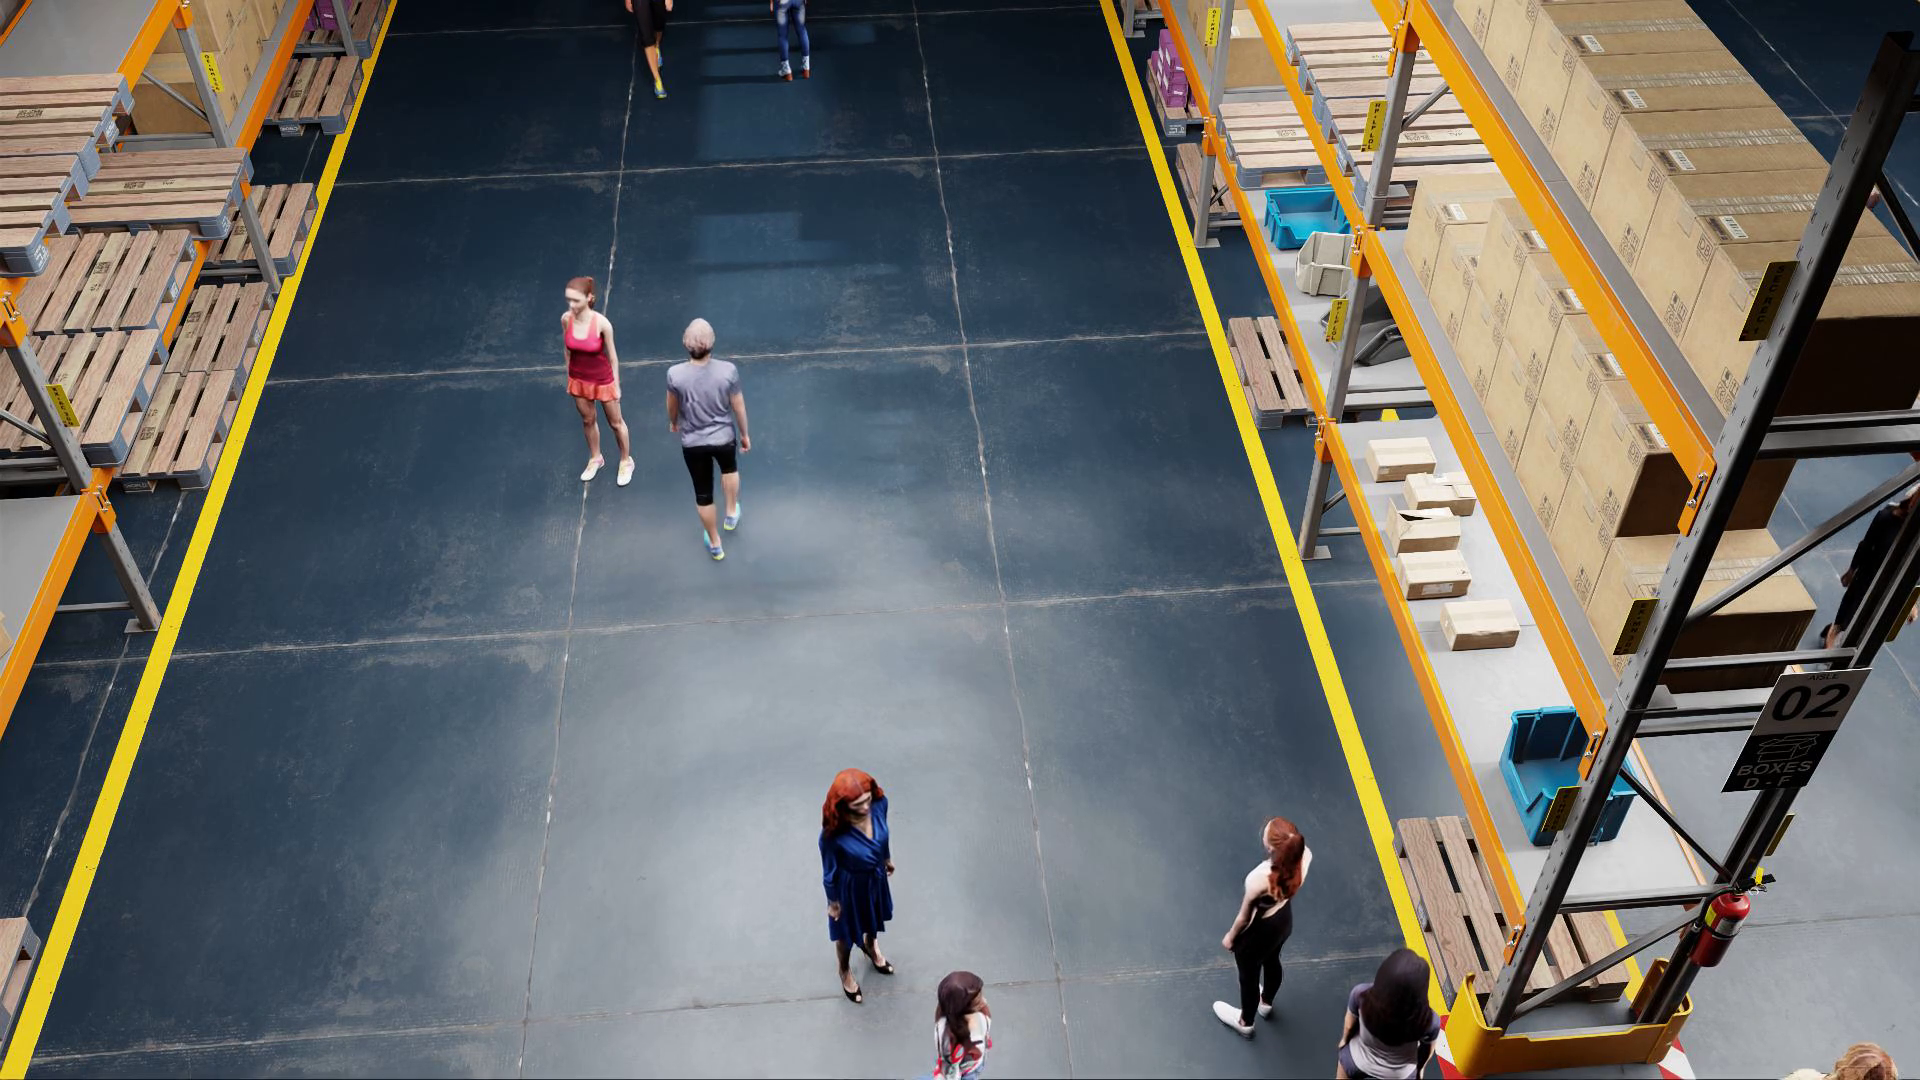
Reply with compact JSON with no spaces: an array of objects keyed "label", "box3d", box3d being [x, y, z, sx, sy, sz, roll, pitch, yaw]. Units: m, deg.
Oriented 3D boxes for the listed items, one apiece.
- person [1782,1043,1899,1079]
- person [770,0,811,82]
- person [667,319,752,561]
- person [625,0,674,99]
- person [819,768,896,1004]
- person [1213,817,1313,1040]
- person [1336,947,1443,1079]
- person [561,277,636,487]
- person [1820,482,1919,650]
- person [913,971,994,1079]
[{"label":"person","box3d":[3.909,2.958,7.771,1.107,1.680,1.221,26,49,24]},{"label":"person","box3d":[-1.703,-5.375,16.563,0.672,1.619,0.653,-17,46,-17]},{"label":"person","box3d":[-1.698,-0.621,11.395,0.733,1.864,0.804,-12,45,-12]},{"label":"person","box3d":[-3.096,-5.431,16.472,0.801,1.826,1.269,-12,45,-12]},{"label":"person","box3d":[-0.537,1.818,8.860,0.759,1.828,0.713,35,53,31]},{"label":"person","box3d":[1.602,2.032,8.698,0.675,1.742,0.700,-29,51,-27]},{"label":"person","box3d":[2.070,2.536,8.194,0.676,1.708,0.679,15,46,16]},{"label":"person","box3d":[-2.645,-1.155,12.037,0.630,1.753,0.645,8,44,9]},{"label":"person","box3d":[5.850,0.247,10.599,0.881,1.705,1.199,12,45,12]},{"label":"person","box3d":[-0.080,2.591,8.223,0.873,1.589,1.000,10,45,11]}]
